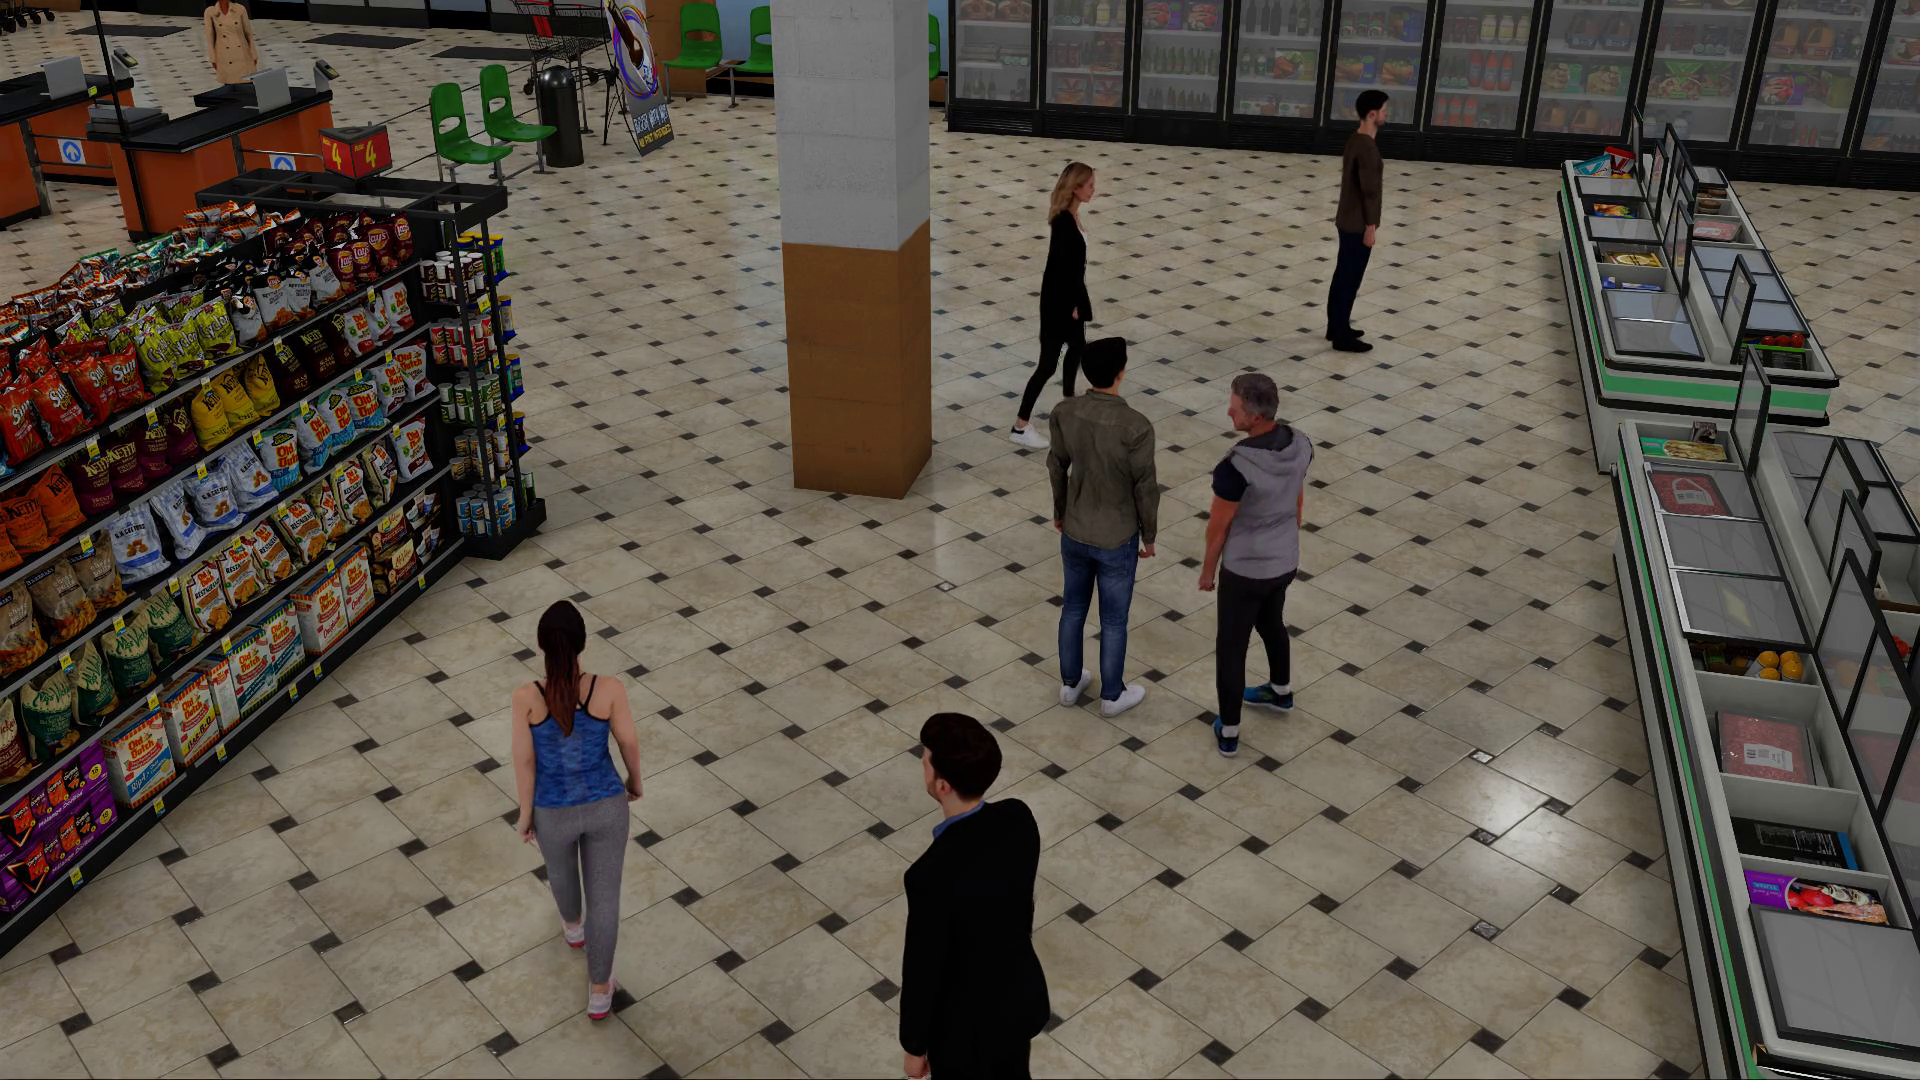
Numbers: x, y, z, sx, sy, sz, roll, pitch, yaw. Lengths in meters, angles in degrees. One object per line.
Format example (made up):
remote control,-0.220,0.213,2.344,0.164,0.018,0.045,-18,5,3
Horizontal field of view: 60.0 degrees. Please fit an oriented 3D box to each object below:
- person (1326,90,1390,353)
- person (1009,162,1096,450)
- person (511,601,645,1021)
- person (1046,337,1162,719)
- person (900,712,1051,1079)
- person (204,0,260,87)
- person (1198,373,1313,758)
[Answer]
person,2.881,-2.318,12.081,0.761,1.887,0.582,0,27,1
person,0.661,-1.507,10.614,0.977,1.767,0.696,5,27,10
person,-1.348,0.998,5.874,0.828,1.587,0.989,-5,27,-10
person,0.633,-0.040,7.612,0.763,1.865,0.693,15,31,27
person,0.066,1.350,4.854,0.848,1.881,0.703,20,33,34
person,-7.864,-5.219,18.028,0.723,1.681,0.744,-11,29,-20
person,1.301,0.152,7.303,0.853,1.802,0.952,-13,30,-23
